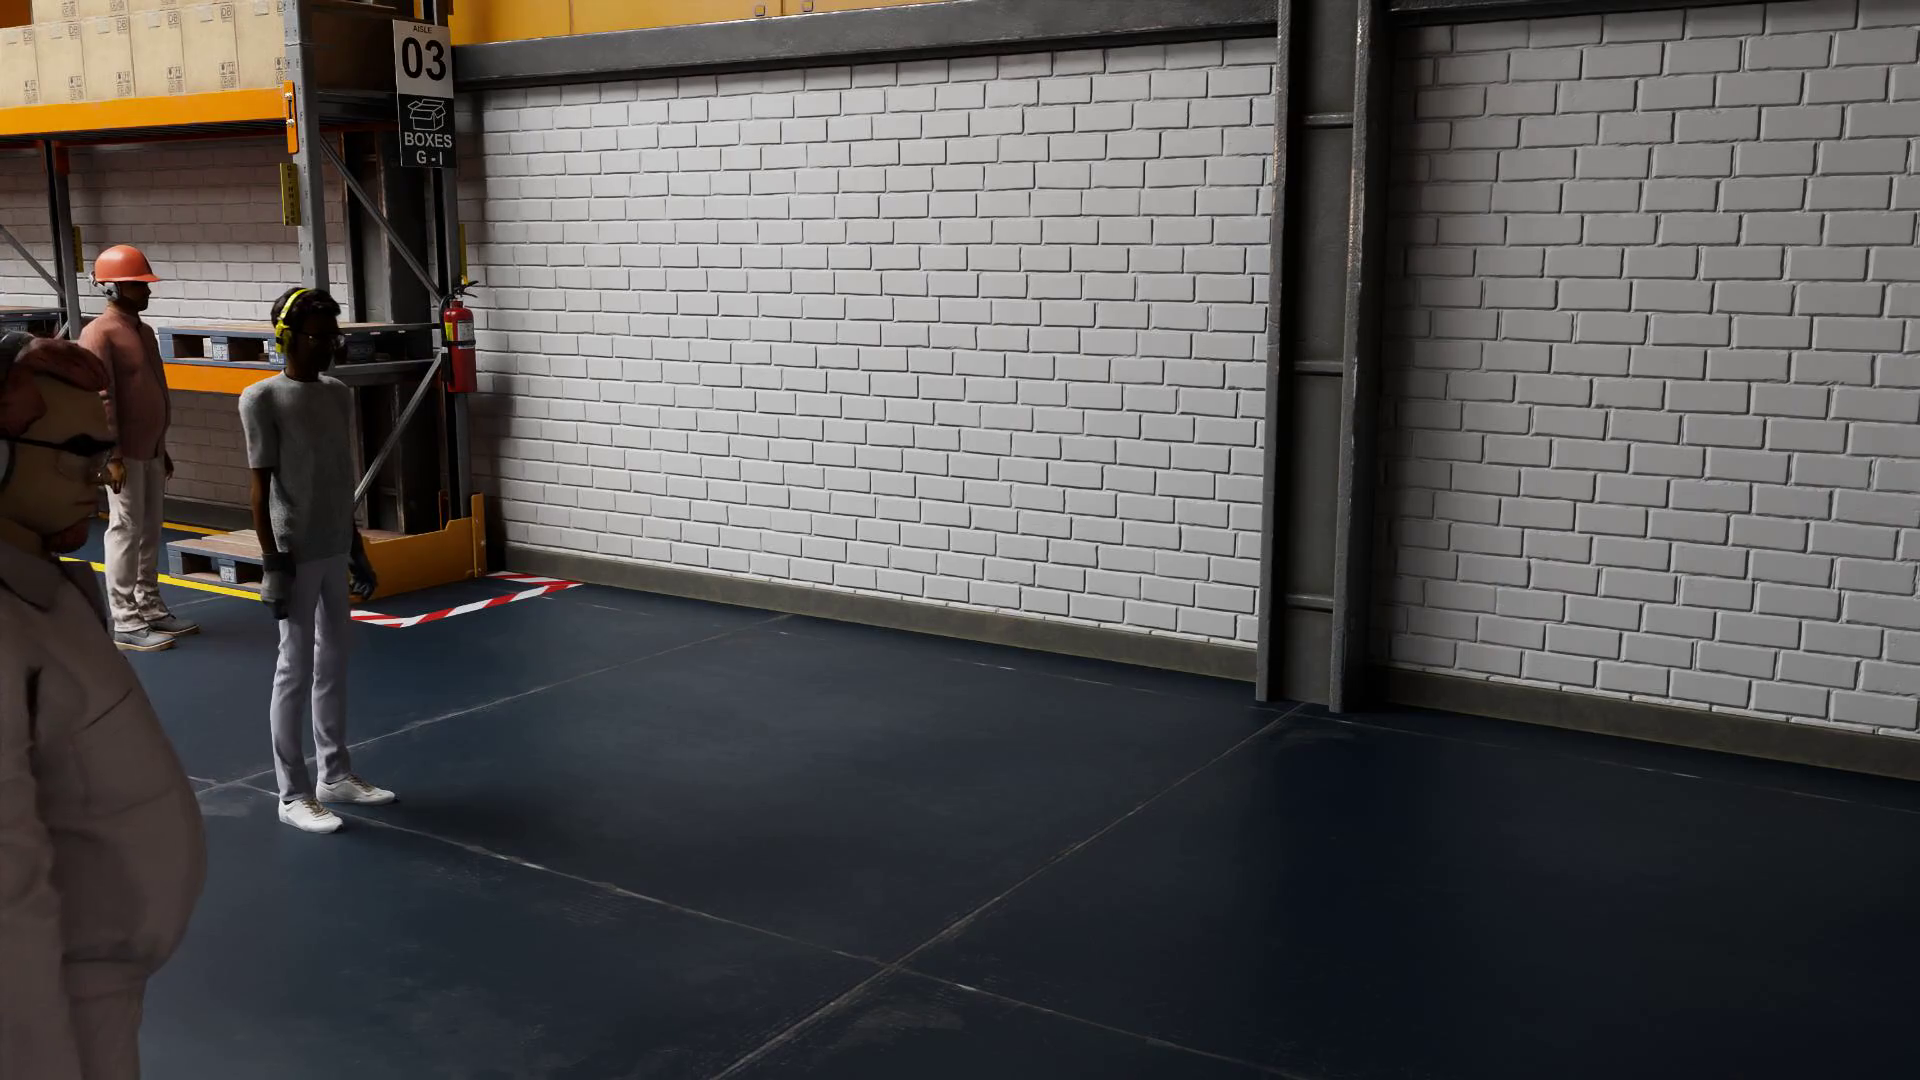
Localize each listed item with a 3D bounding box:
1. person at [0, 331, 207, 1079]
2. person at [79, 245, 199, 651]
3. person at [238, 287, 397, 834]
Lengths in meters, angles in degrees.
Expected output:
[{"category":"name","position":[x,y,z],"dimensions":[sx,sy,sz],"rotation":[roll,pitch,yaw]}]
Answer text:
[{"category":"person","position":[-1.272,0.662,2.353],"dimensions":[0.406,1.902,0.639],"rotation":[-5,11,-27]},{"category":"person","position":[-4.098,-0.454,8.272],"dimensions":[0.381,1.994,0.622],"rotation":[-1,10,-4]},{"category":"person","position":[-2.226,0.066,5.761],"dimensions":[0.329,1.865,0.507],"rotation":[3,11,17]}]
